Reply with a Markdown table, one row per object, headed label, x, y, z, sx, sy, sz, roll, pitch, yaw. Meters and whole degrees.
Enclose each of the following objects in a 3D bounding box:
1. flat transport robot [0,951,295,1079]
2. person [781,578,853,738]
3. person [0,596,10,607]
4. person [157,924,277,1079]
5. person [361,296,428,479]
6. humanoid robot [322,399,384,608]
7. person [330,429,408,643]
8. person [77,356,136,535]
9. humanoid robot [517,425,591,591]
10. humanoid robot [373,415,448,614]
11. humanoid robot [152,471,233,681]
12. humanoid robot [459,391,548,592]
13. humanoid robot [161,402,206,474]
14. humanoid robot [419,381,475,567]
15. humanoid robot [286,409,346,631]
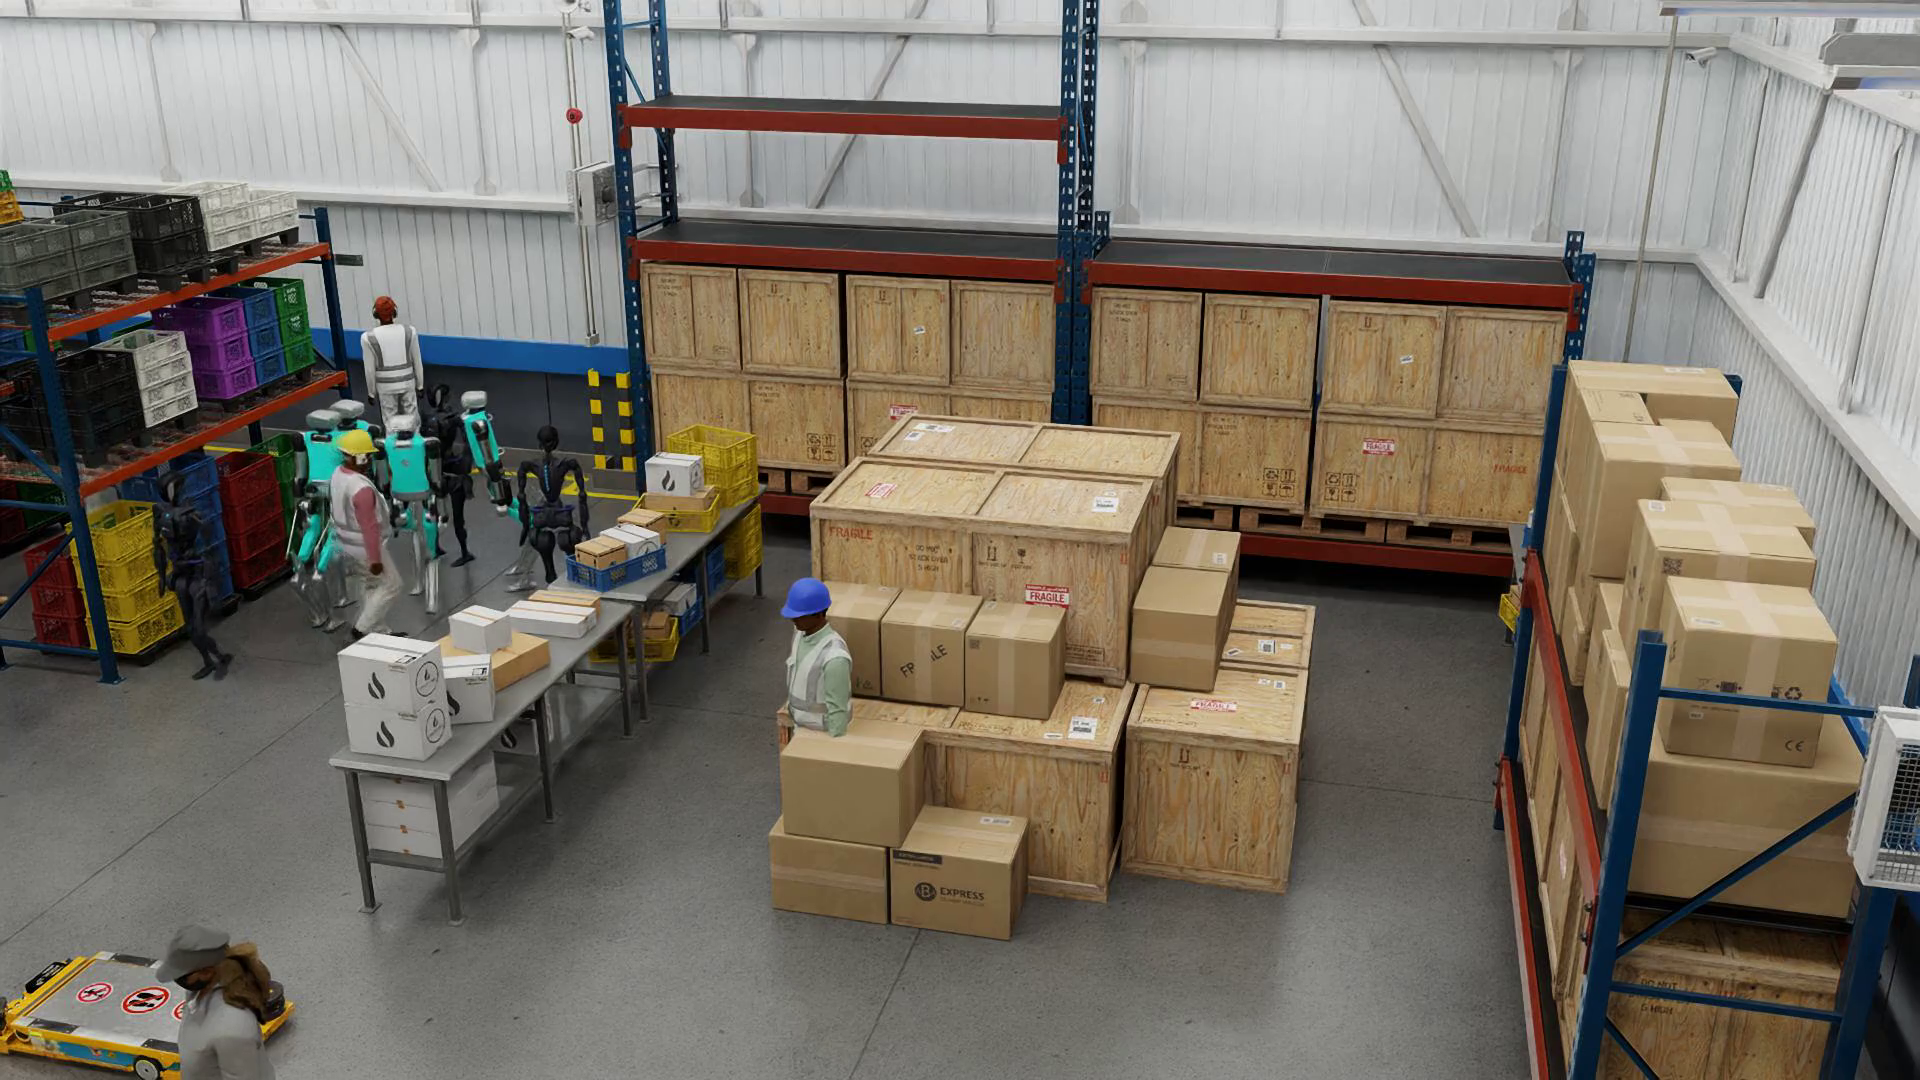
| label | x | y | z | sx | sy | sz | roll | pitch | yaw |
| --- | --- | --- | --- | --- | --- | --- | --- | --- | --- |
| flat transport robot | -4.270 | 2.464 | 8.601 | 1.431 | 0.231 | 0.659 | 5 | 22 | 13 |
| person | -0.833 | 1.114 | 9.799 | 0.411 | 1.939 | 0.602 | -10 | 23 | -25 |
| person | -8.134 | -0.353 | 13.486 | 0.375 | 2.045 | 0.605 | 1 | 21 | 2 |
| person | -2.972 | 2.327 | 6.861 | 0.403 | 1.763 | 0.562 | -13 | 24 | -30 |
| person | -5.694 | -1.530 | 16.788 | 0.572 | 1.883 | 0.354 | -12 | 24 | -29 |
| humanoid robot | -5.045 | -0.216 | 13.566 | 0.535 | 1.731 | 1.012 | 4 | 21 | 11 |
| person | -4.575 | 0.020 | 12.831 | 0.422 | 1.810 | 0.612 | -17 | 27 | -38 |
| person | -7.702 | -0.761 | 14.876 | 0.625 | 1.808 | 0.827 | -2 | 21 | -6 |
| humanoid robot | -3.264 | -0.103 | 13.359 | 0.590 | 1.641 | 0.427 | -1 | 21 | -4 |
| humanoid robot | -4.447 | -0.257 | 13.671 | 0.538 | 1.737 | 1.009 | -3 | 21 | -8 |
| humanoid robot | -5.736 | 0.268 | 12.366 | 0.590 | 1.644 | 0.334 | 8 | 22 | 19 |
| humanoid robot | -3.761 | -0.427 | 14.087 | 0.790 | 1.761 | 0.535 | -9 | 23 | -23 |
| humanoid robot | -7.183 | -0.877 | 15.379 | 0.608 | 1.645 | 0.381 | 16 | 26 | 37 |
| humanoid robot | -4.485 | -0.572 | 14.560 | 0.600 | 1.656 | 0.351 | 9 | 23 | 23 |
| humanoid robot | -5.109 | -0.103 | 13.242 | 0.558 | 1.742 | 0.846 | 1 | 21 | 2 |
